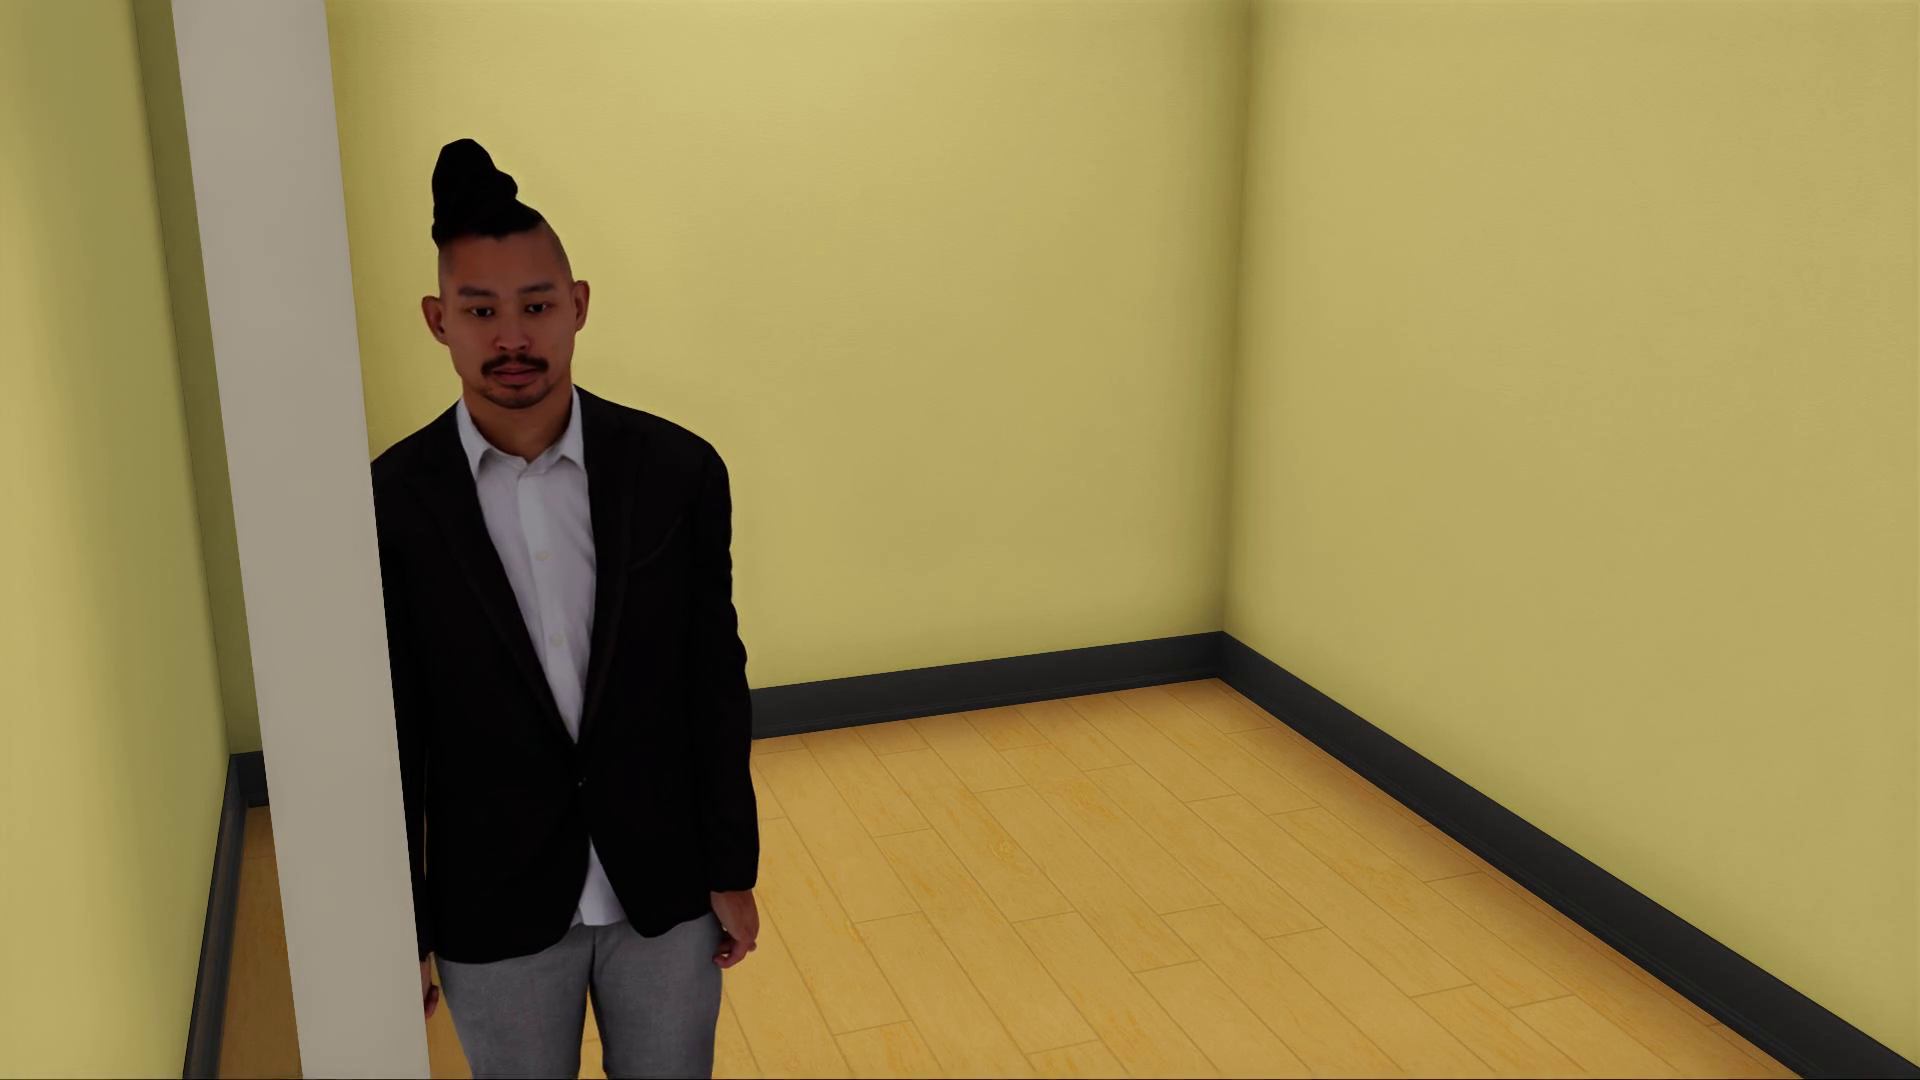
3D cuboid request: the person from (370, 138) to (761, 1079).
[{"bbox_3d":[-0.554,0.432,2.345,0.518,1.952,0.756,-6,17,-20],"label":"person"}]
